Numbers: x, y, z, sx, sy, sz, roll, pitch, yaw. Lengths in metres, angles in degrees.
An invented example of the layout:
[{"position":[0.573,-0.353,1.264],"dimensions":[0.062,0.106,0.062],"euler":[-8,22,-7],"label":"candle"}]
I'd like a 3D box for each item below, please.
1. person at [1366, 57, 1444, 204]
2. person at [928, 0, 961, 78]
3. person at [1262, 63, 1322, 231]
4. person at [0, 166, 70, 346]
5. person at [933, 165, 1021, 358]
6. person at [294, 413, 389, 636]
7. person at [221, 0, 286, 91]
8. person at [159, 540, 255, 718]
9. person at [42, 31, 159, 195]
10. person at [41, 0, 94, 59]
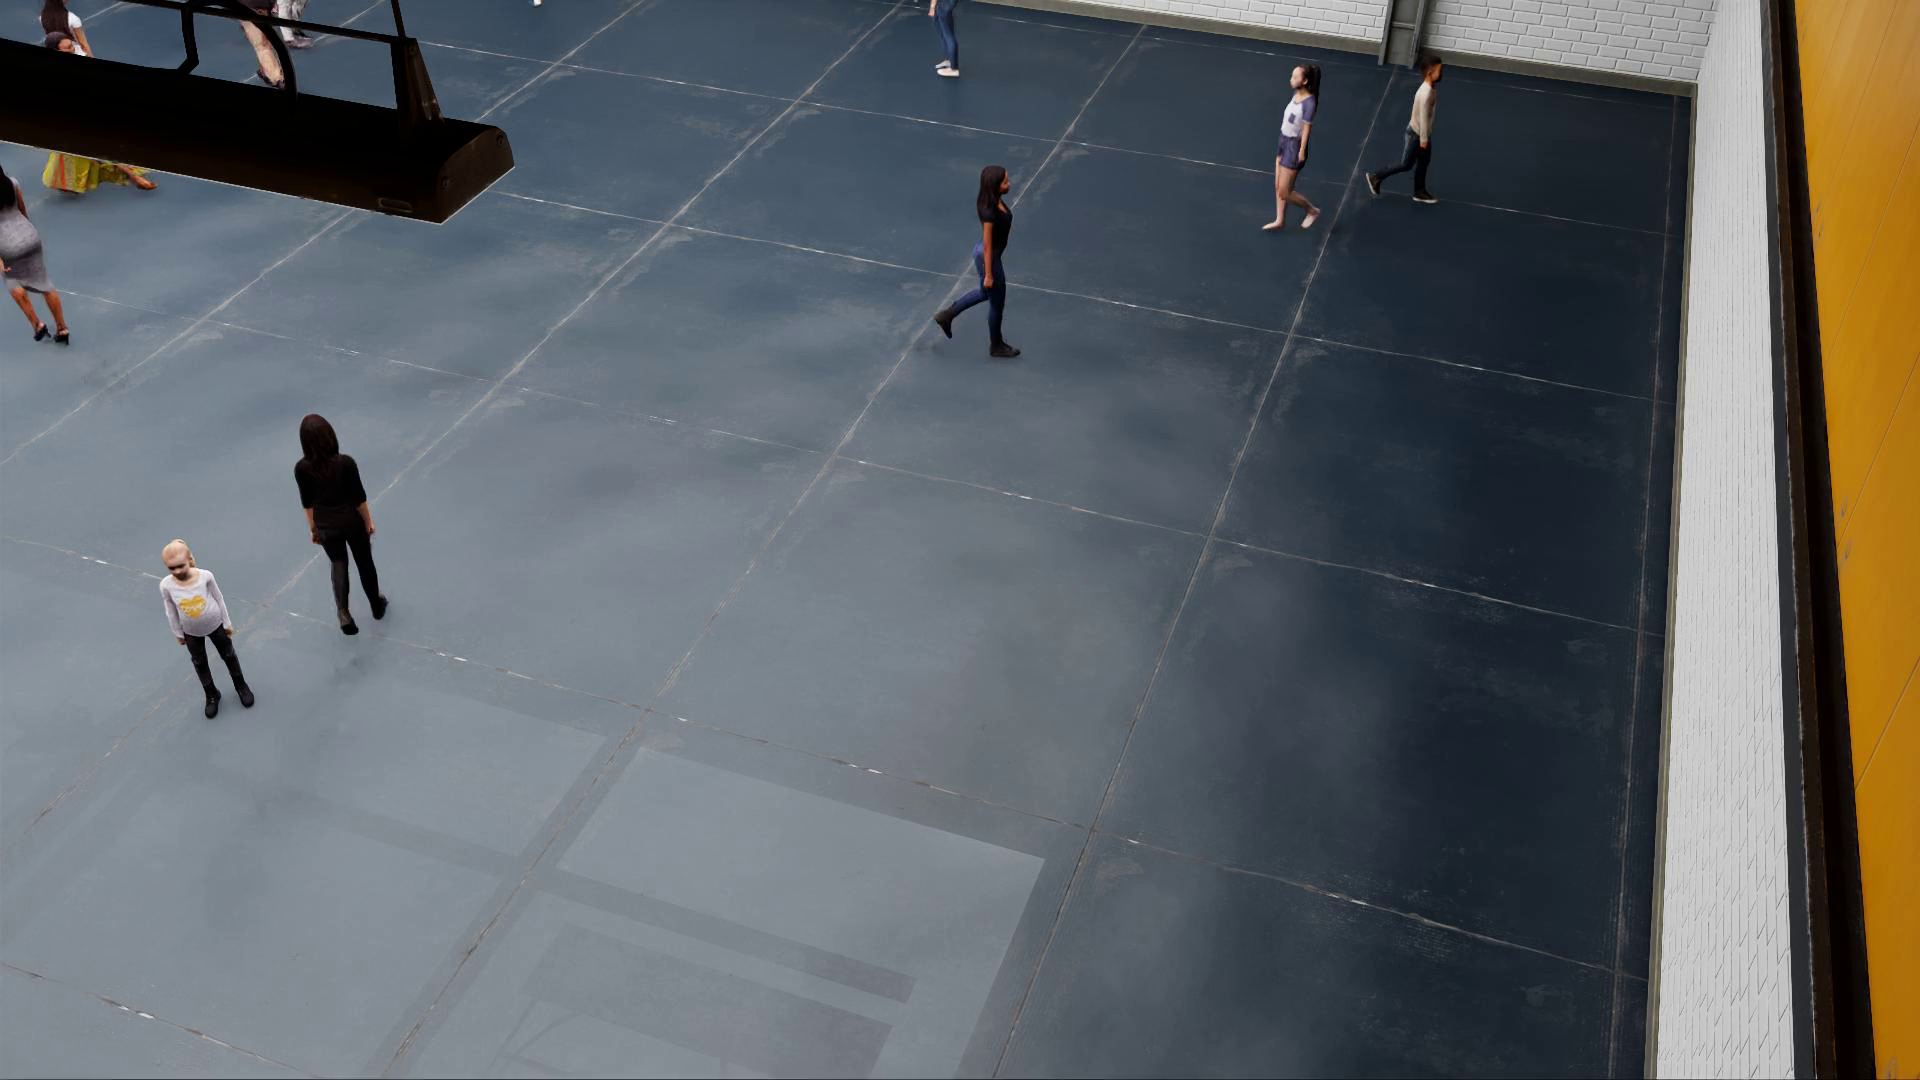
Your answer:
[{"position":[4.301,-3.885,15.842],"dimensions":[0.937,1.444,0.606],"euler":[17,41,20],"label":"person"},{"position":[-0.062,-5.875,18.113],"dimensions":[0.561,1.720,0.590],"euler":[13,40,16],"label":"person"},{"position":[3.145,-3.590,15.320],"dimensions":[0.857,1.636,0.762],"euler":[-4,39,-5],"label":"person"},{"position":[-7.679,-2.358,13.671],"dimensions":[0.739,1.767,0.684],"euler":[26,45,29],"label":"person"},{"position":[0.155,-2.255,13.577],"dimensions":[1.027,1.724,0.746],"euler":[3,39,3],"label":"person"},{"position":[-4.059,-0.041,10.886],"dimensions":[0.870,1.622,0.848],"euler":[-5,39,-6],"label":"person"},{"position":[-7.465,-5.608,17.662],"dimensions":[1.151,1.866,1.371],"euler":[-25,45,-28],"label":"person"},{"position":[-4.759,0.530,10.445],"dimensions":[0.579,1.279,0.640],"euler":[-16,41,-19],"label":"person"},{"position":[-8.482,-4.017,15.877],"dimensions":[1.339,1.606,0.988],"euler":[1,39,1],"label":"person"},{"position":[-8.806,-4.668,16.564],"dimensions":[0.500,1.766,0.757],"euler":[3,39,3],"label":"person"}]
